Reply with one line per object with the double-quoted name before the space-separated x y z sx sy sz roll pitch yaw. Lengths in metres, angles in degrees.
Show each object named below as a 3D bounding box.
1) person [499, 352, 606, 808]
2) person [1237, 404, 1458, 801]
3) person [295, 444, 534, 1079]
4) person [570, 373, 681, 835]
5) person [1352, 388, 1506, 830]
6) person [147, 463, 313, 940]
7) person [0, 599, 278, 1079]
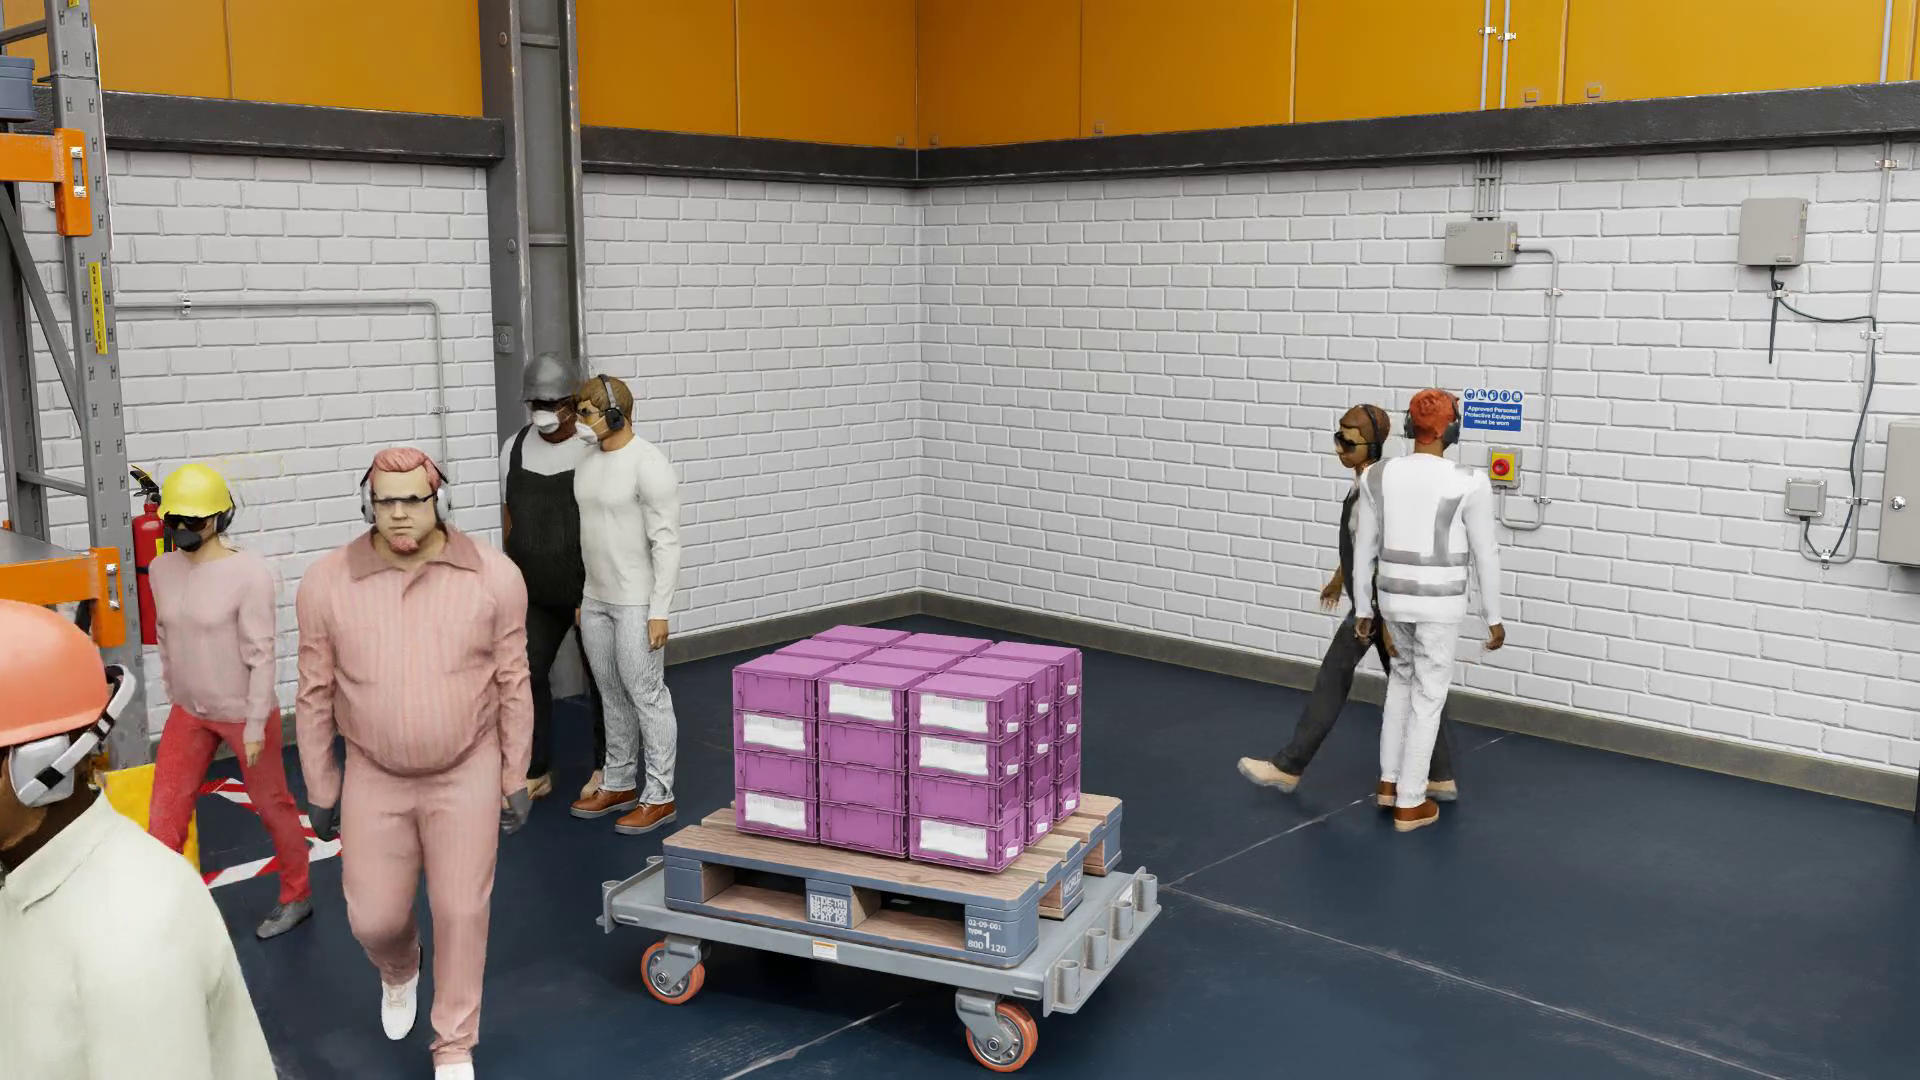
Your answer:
"person" -1.720 0.175 7.238 0.701 2.000 0.702 2 9 11
"person" 1.783 0.280 7.372 0.970 1.785 0.632 3 10 19
"person" -1.543 0.657 4.762 0.645 1.889 0.576 -2 10 -14
"person" -1.419 0.265 7.012 0.634 1.933 0.352 9 13 43
"person" 2.012 0.289 7.066 0.587 1.869 0.529 9 13 43
"person" -2.554 0.601 5.598 0.530 1.712 0.915 3 10 18
"person" -1.185 1.025 2.369 0.624 1.931 0.987 9 13 43
